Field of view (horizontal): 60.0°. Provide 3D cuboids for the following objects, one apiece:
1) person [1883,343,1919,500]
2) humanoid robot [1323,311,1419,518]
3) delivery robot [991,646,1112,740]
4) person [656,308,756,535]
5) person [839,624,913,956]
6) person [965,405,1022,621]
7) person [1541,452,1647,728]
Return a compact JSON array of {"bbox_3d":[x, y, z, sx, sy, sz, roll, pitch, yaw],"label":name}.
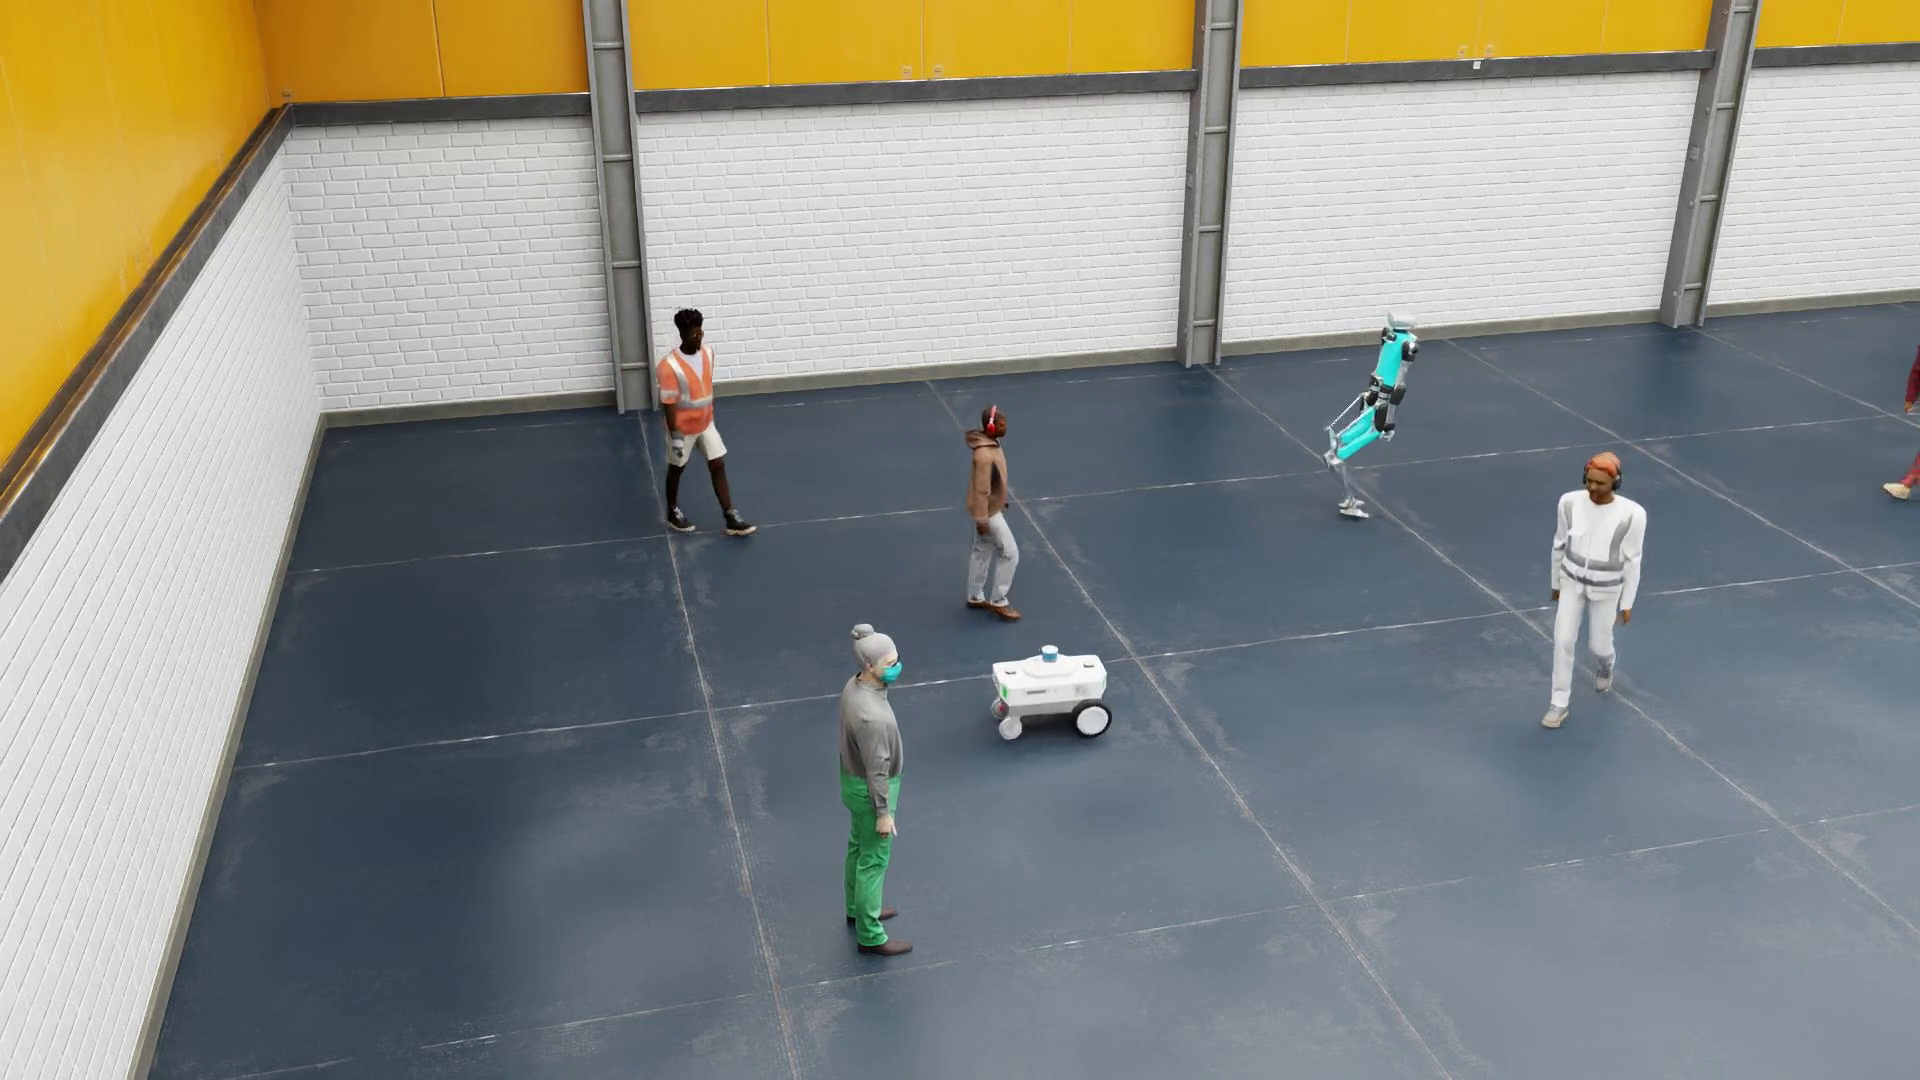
[{"bbox_3d":[8.422,-1.207,14.312,0.949,1.708,0.527,-16,28,-31],"label":"person"},{"bbox_3d":[3.337,-1.040,13.842,0.798,1.723,0.542,-3,24,-8],"label":"humanoid robot"},{"bbox_3d":[0.597,0.976,10.800,0.801,0.604,0.499,-4,24,-9],"label":"delivery robot"},{"bbox_3d":[-2.096,-0.920,13.395,0.938,1.919,0.627,17,29,34],"label":"person"},{"bbox_3d":[-0.448,1.267,8.529,0.328,1.843,0.518,-6,24,-12],"label":"person"},{"bbox_3d":[0.285,-0.208,12.133,0.552,1.637,0.476,1,24,2],"label":"person"},{"bbox_3d":[4.090,0.289,10.725,0.588,1.861,0.685,18,30,36],"label":"person"}]
